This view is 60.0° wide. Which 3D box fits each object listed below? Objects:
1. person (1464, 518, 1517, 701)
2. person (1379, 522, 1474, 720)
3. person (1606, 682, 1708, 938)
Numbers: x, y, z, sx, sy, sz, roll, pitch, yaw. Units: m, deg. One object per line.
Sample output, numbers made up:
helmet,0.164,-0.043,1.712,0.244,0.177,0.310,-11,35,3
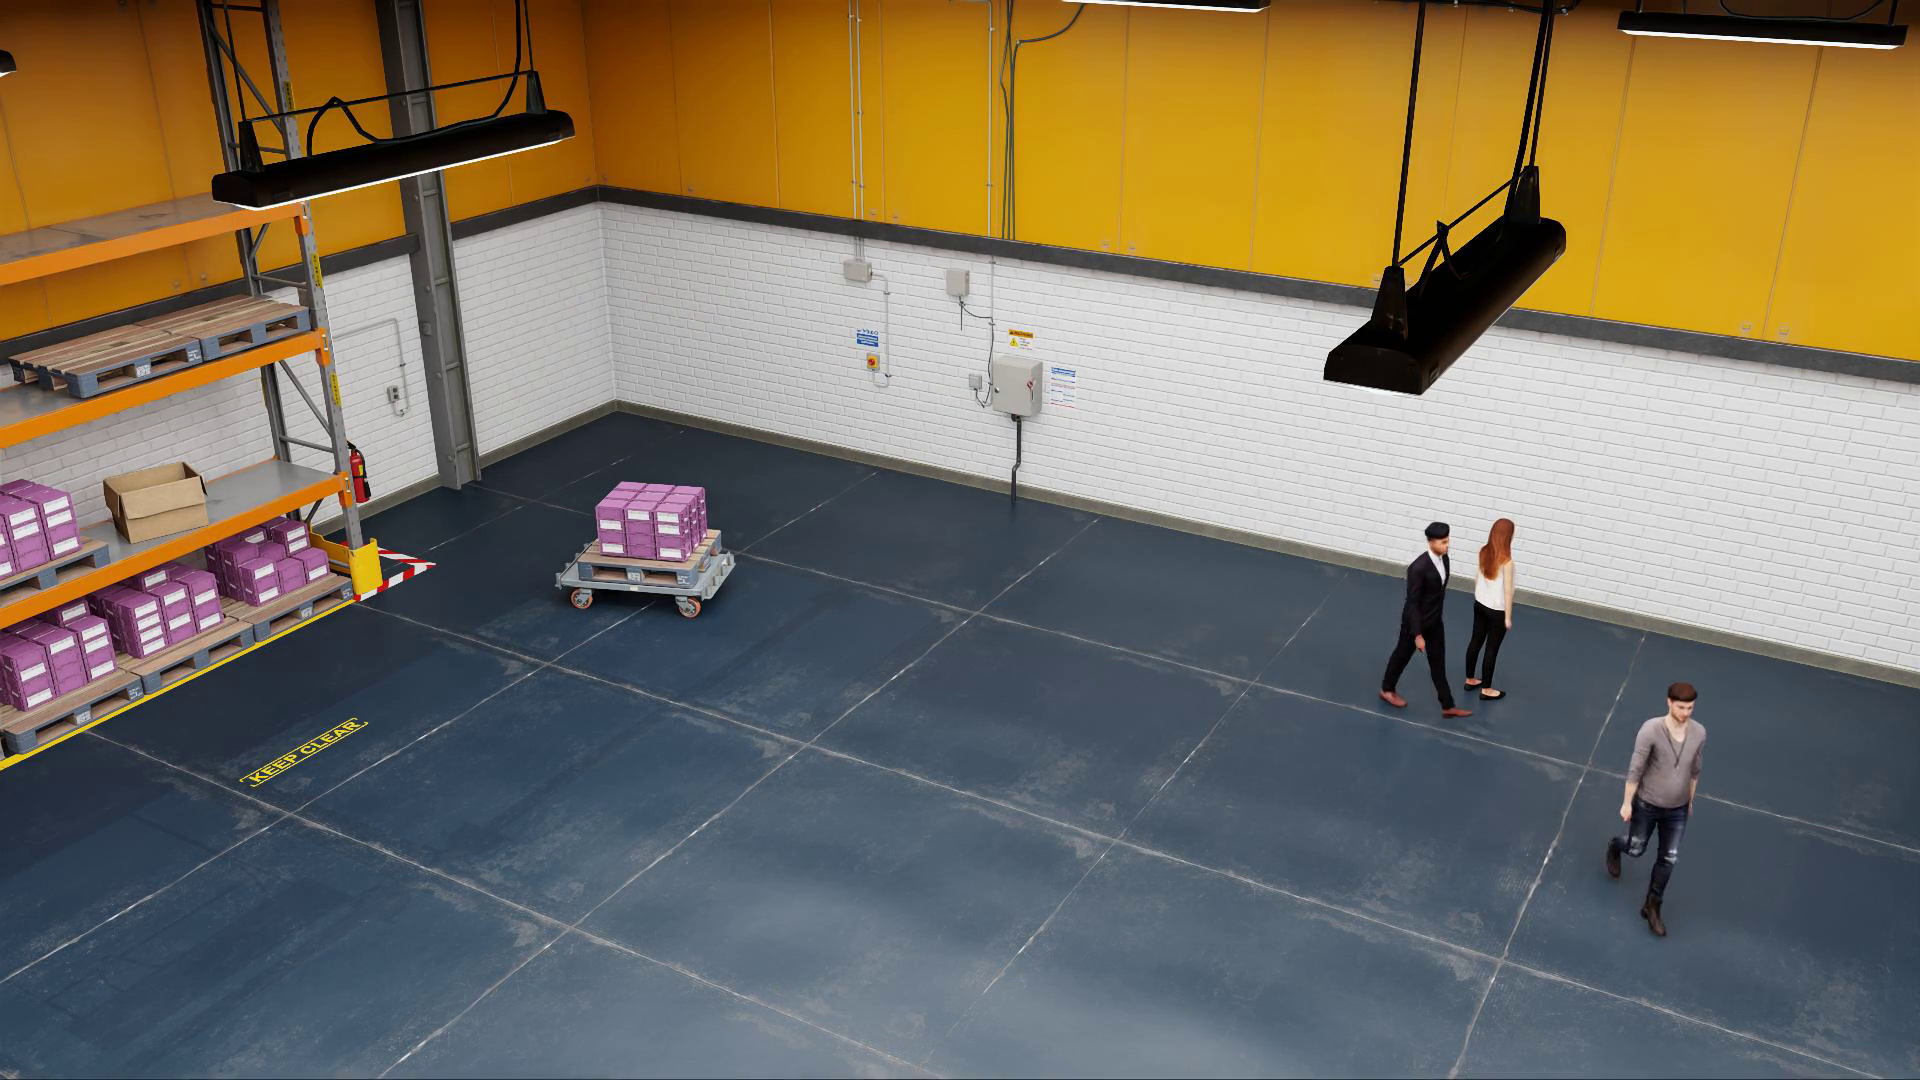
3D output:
person,4.784,0.616,14.986,0.680,1.718,0.653,-10,26,-22
person,3.999,0.678,14.698,1.193,1.837,1.058,-17,29,-34
person,5.011,1.842,11.982,1.034,1.879,1.216,0,24,-1
